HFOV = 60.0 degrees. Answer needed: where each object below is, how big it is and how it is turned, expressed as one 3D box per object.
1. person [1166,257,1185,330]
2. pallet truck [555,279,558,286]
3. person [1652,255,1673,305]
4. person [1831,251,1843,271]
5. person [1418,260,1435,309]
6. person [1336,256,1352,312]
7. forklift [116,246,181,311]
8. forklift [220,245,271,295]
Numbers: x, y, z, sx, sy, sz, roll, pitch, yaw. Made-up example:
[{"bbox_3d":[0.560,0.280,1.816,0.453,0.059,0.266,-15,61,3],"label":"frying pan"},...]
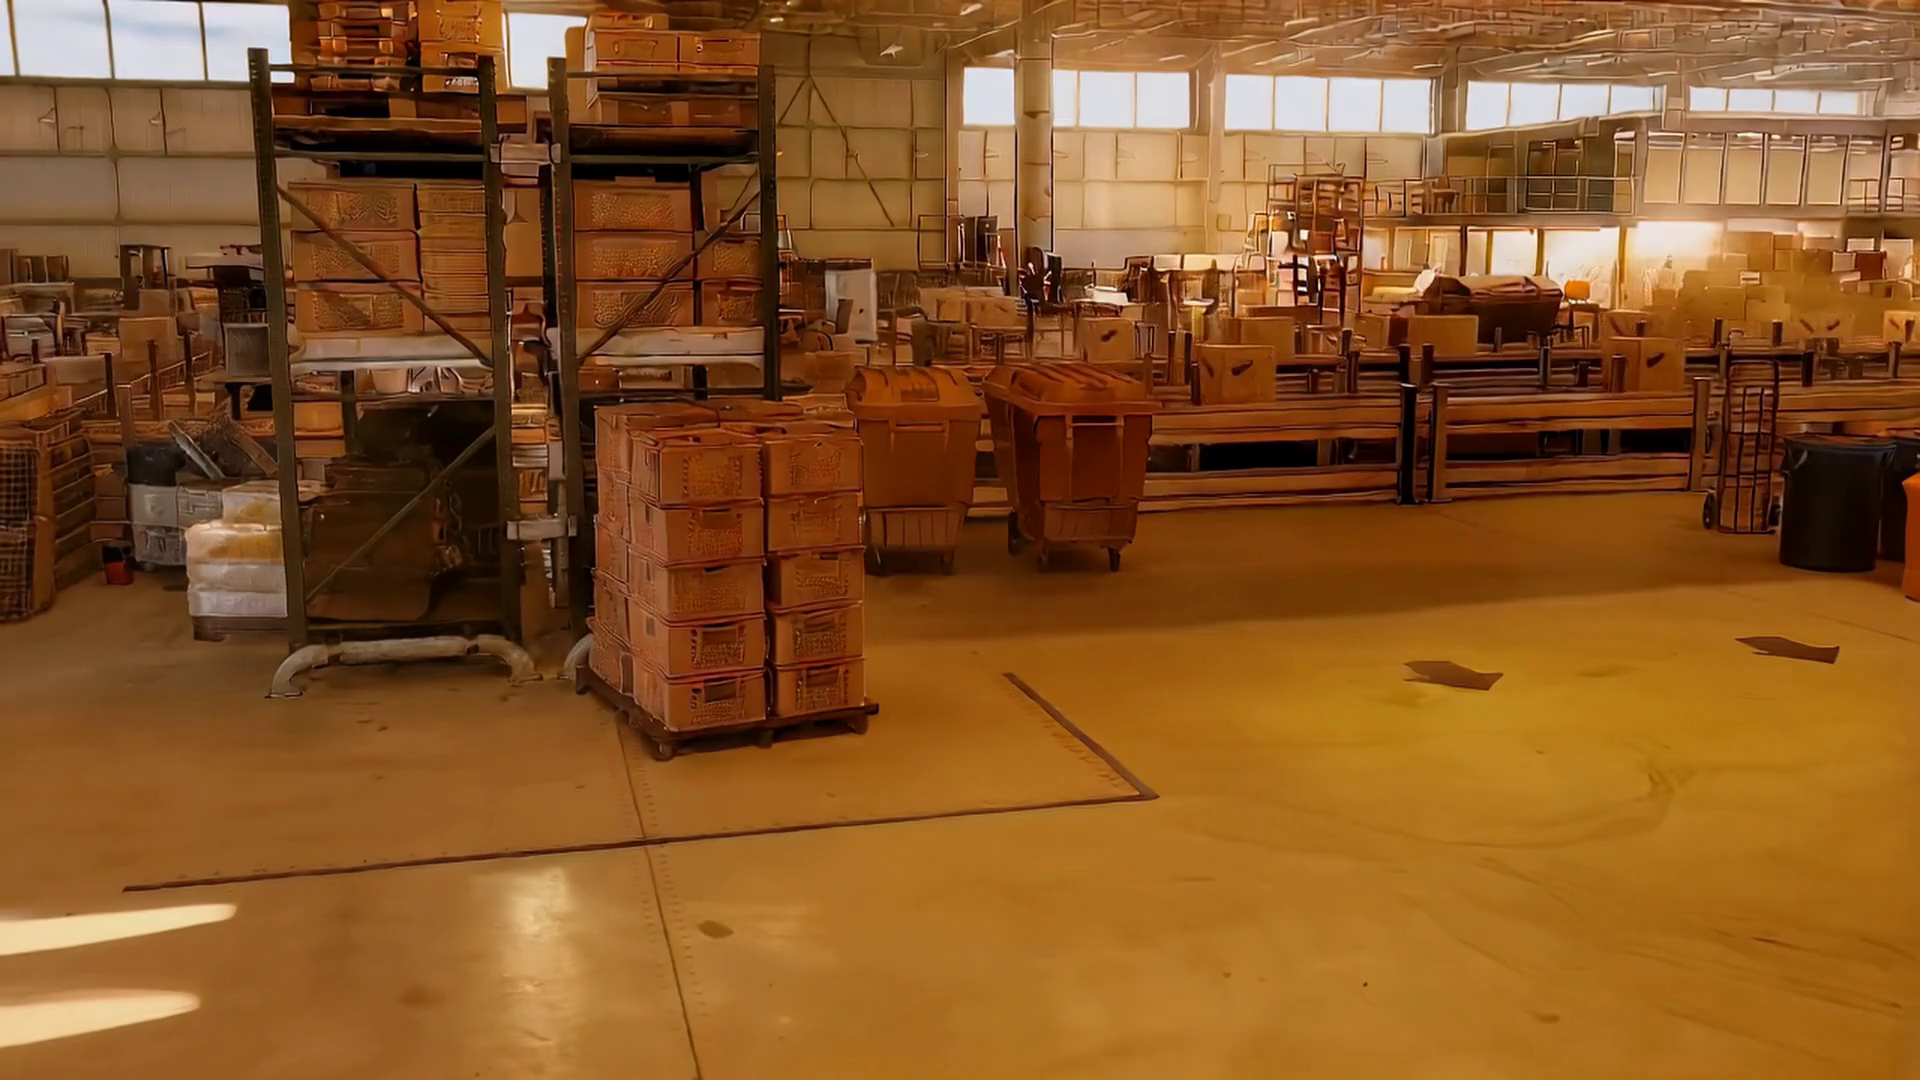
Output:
[{"bbox_3d":[5.474,-6.266,42.311,0.515,1.866,0.333,7,12,33],"label":"person"},{"bbox_3d":[-10.604,-6.375,44.520,0.653,1.274,1.630,-3,10,-15],"label":"pallet truck"},{"bbox_3d":[20.592,-7.364,48.497,0.596,1.874,0.994,-6,12,-31],"label":"person"},{"bbox_3d":[22.981,-6.646,43.964,0.683,2.000,0.537,9,14,43],"label":"person"},{"bbox_3d":[12.680,-6.721,45.193,0.518,1.756,0.348,10,14,44],"label":"person"},{"bbox_3d":[11.239,-7.386,48.686,0.601,1.847,0.846,-1,10,-7],"label":"person"},{"bbox_3d":[-19.966,-6.232,40.894,1.157,1.987,2.680,-3,10,-15],"label":"forklift"},{"bbox_3d":[-17.749,-6.334,41.440,1.157,1.987,2.680,-3,10,-17],"label":"forklift"}]
